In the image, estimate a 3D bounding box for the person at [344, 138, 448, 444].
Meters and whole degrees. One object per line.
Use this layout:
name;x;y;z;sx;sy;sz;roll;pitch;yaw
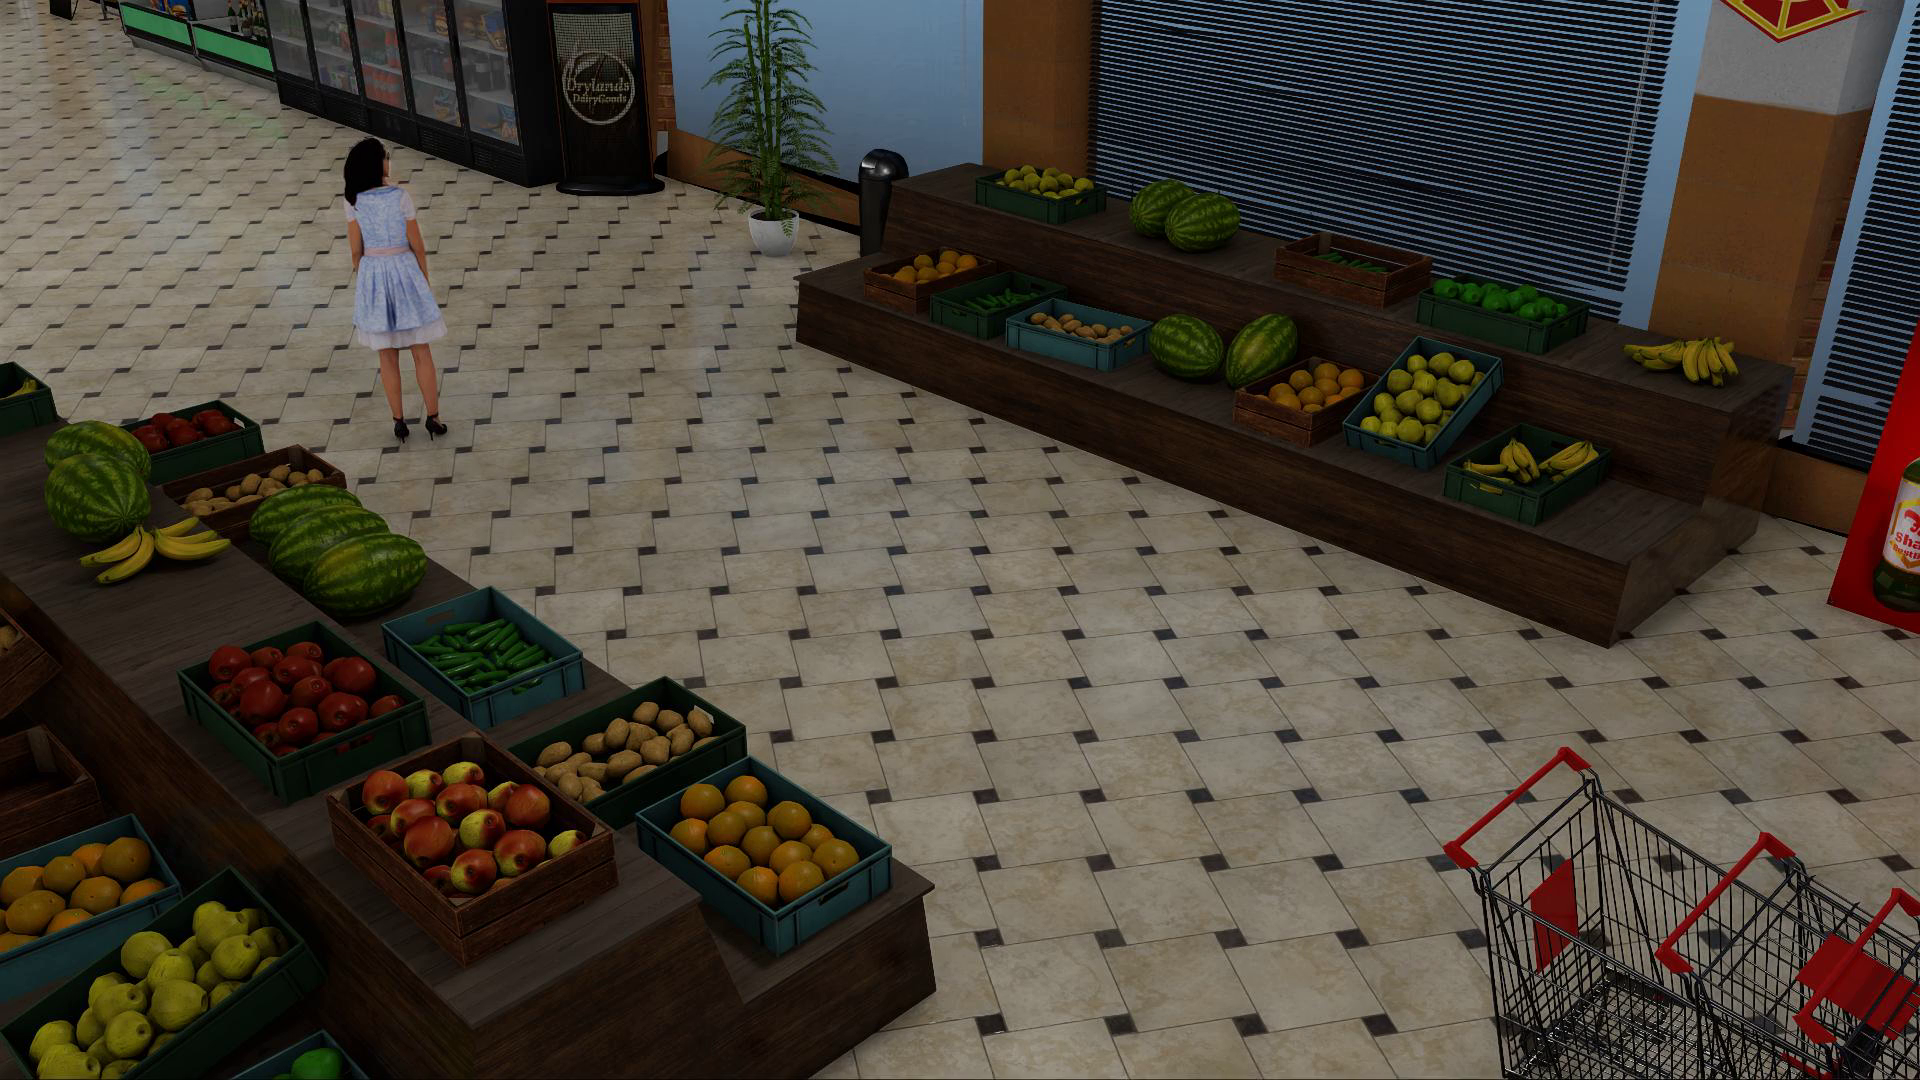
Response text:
person;-3.331;-1.450;9.799;0.856;1.812;0.908;-3;27;-6
